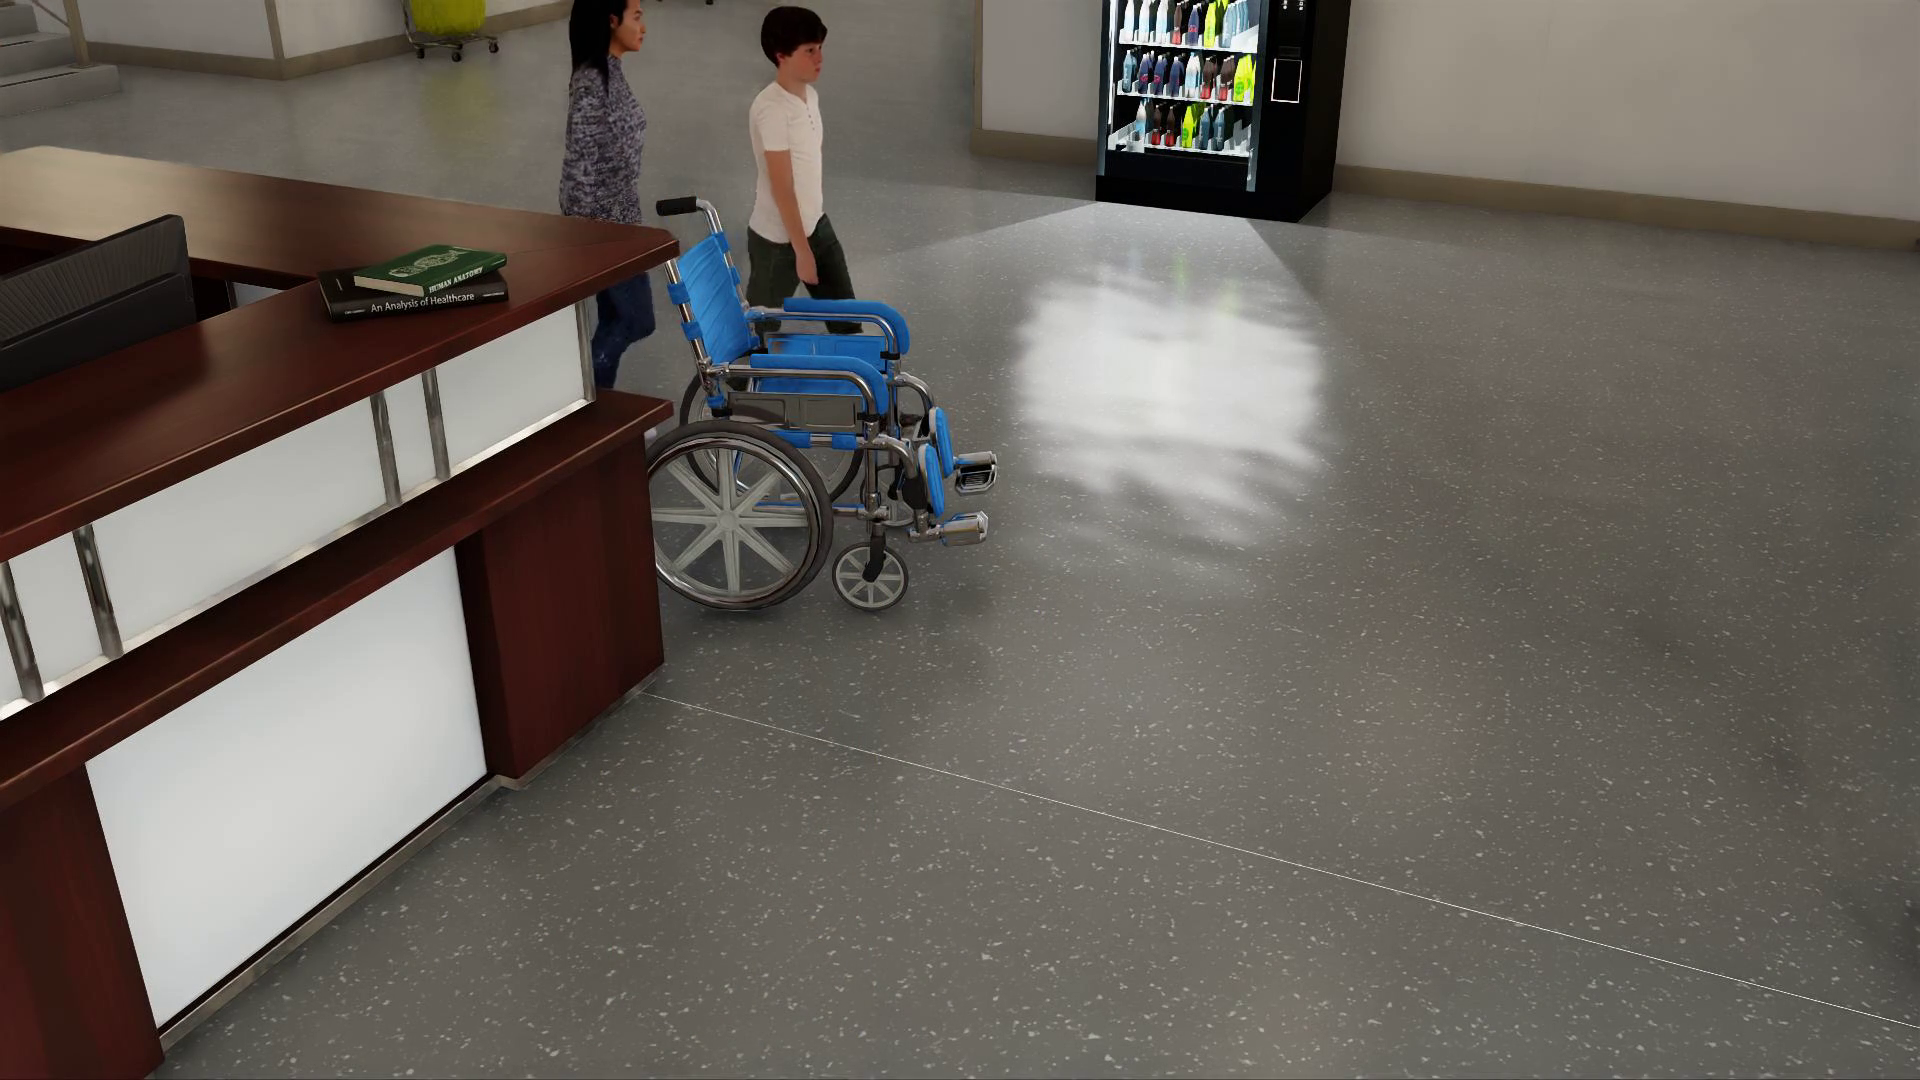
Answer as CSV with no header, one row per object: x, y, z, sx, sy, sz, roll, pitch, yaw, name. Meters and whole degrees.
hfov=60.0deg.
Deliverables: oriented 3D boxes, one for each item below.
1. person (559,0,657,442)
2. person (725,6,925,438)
-1.376,-1.135,6.067,0.826,1.709,0.775,1,26,3,person
-0.694,-1.076,6.059,1.075,1.609,0.591,10,27,19,person
